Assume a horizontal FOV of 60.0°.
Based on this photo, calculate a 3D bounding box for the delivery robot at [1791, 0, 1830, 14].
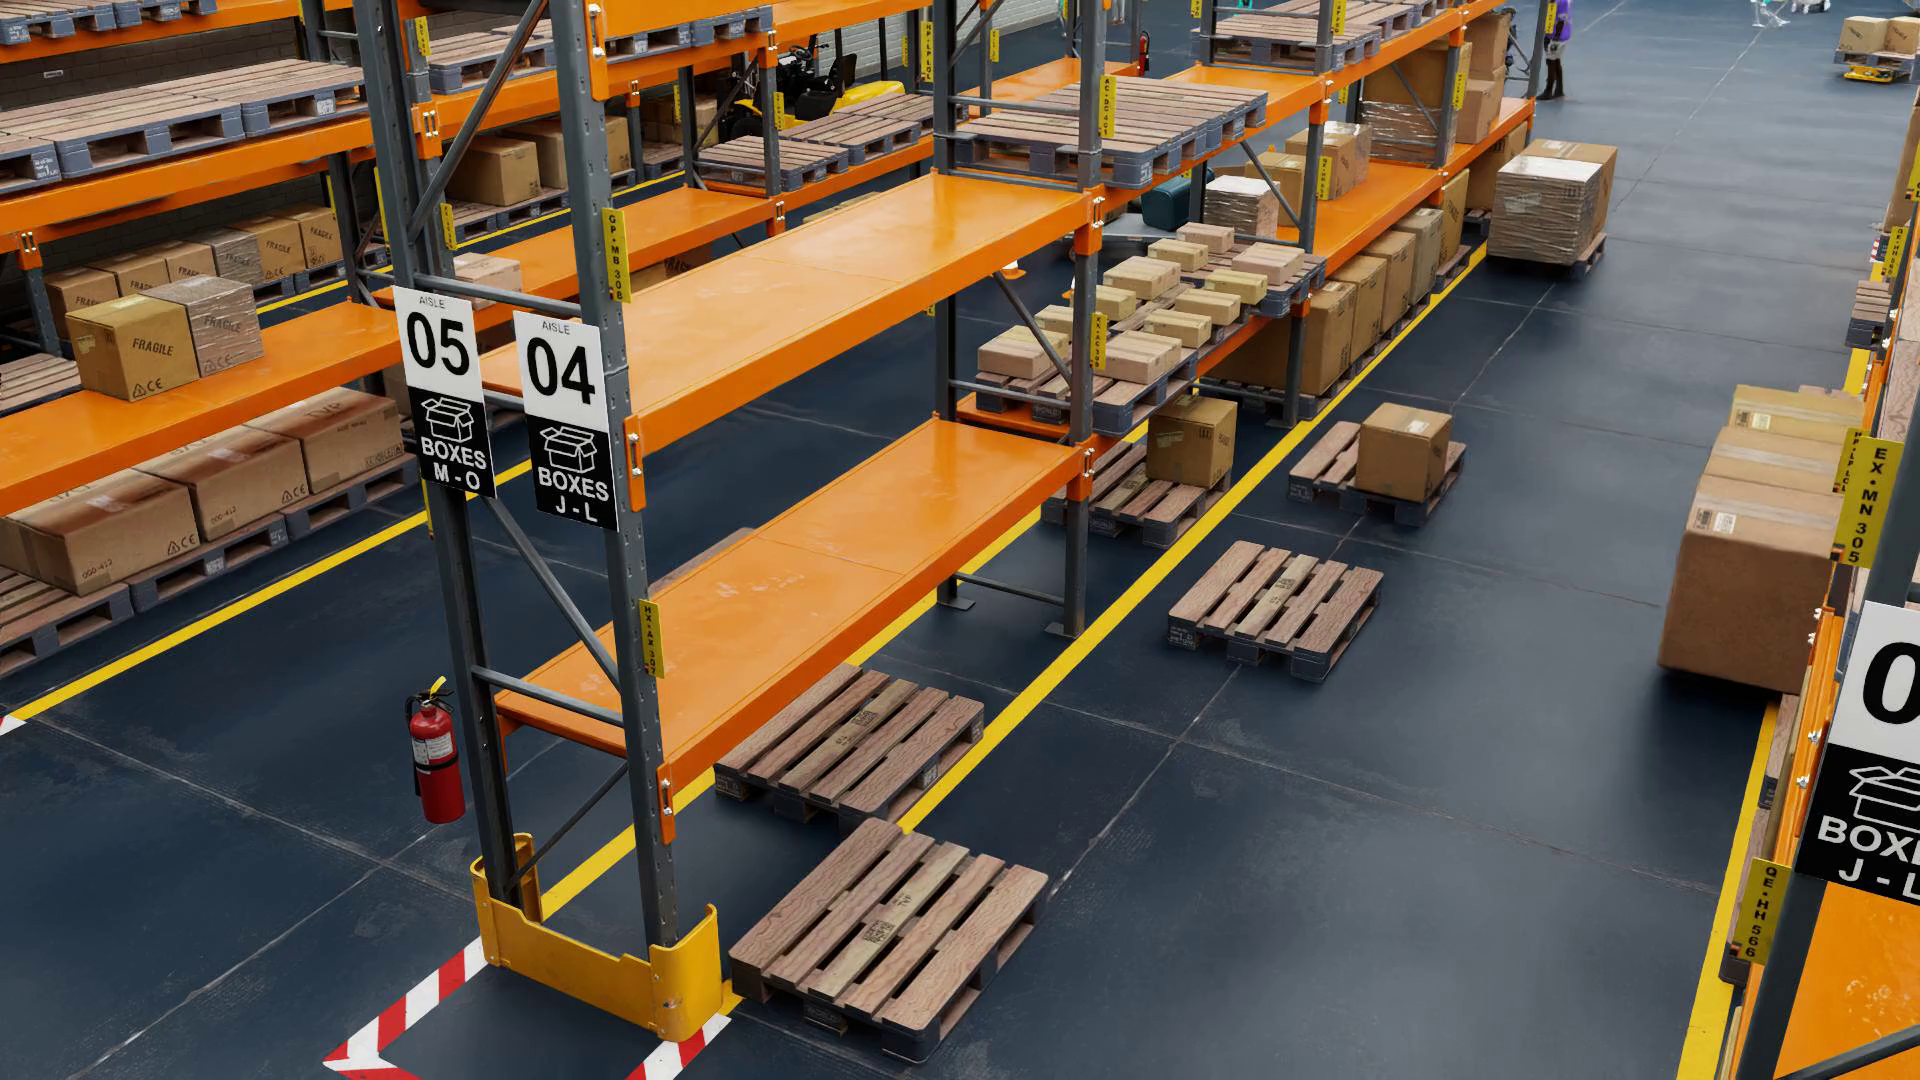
[{"bbox_3d":[17.431,-11.084,34.065,0.801,0.612,0.499,-16,30,-29],"label":"delivery robot"}]

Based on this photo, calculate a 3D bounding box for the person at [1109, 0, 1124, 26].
[{"bbox_3d":[2.991,-10.892,32.073,0.643,1.923,0.501,15,30,28],"label":"person"}]

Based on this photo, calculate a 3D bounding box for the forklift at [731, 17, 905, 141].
[{"bbox_3d":[-1.819,-5.975,21.543,2.313,2.155,1.214,14,29,26],"label":"forklift"}]

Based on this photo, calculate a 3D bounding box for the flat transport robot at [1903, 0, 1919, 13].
[{"bbox_3d":[19.675,-10.628,33.426,0.659,0.231,1.431,8,27,16],"label":"flat transport robot"}]

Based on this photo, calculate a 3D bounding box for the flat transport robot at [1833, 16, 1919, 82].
[{"bbox_3d":[15.231,-7.776,27.500,1.431,0.231,0.659,-23,34,-39],"label":"flat transport robot"}]

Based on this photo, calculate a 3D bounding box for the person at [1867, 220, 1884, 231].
[{"bbox_3d":[10.650,-4.265,18.498,0.780,1.731,0.557,15,29,28],"label":"person"}]

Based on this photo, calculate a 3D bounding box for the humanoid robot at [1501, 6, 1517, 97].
[{"bbox_3d":[7.768,-6.794,23.872,0.596,1.642,0.612,10,28,20],"label":"humanoid robot"}]

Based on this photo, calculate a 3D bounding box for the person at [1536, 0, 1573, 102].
[{"bbox_3d":[9.130,-7.689,25.401,0.473,1.976,0.612,11,28,22],"label":"person"}]

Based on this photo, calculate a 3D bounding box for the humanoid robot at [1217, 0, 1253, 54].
[{"bbox_3d":[4.138,-7.715,25.725,0.741,1.839,0.547,4,26,8],"label":"humanoid robot"}]

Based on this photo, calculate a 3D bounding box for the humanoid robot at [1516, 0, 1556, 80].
[{"bbox_3d":[9.525,-8.356,27.122,0.744,1.629,0.585,12,28,24],"label":"humanoid robot"}]

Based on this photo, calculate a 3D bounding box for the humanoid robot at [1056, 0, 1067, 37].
[{"bbox_3d":[1.990,-10.151,30.759,0.557,1.766,0.853,17,30,31],"label":"humanoid robot"}]

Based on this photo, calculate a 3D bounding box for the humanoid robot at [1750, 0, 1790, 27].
[{"bbox_3d":[15.379,-10.526,31.498,0.978,1.726,0.550,2,26,4],"label":"humanoid robot"}]
